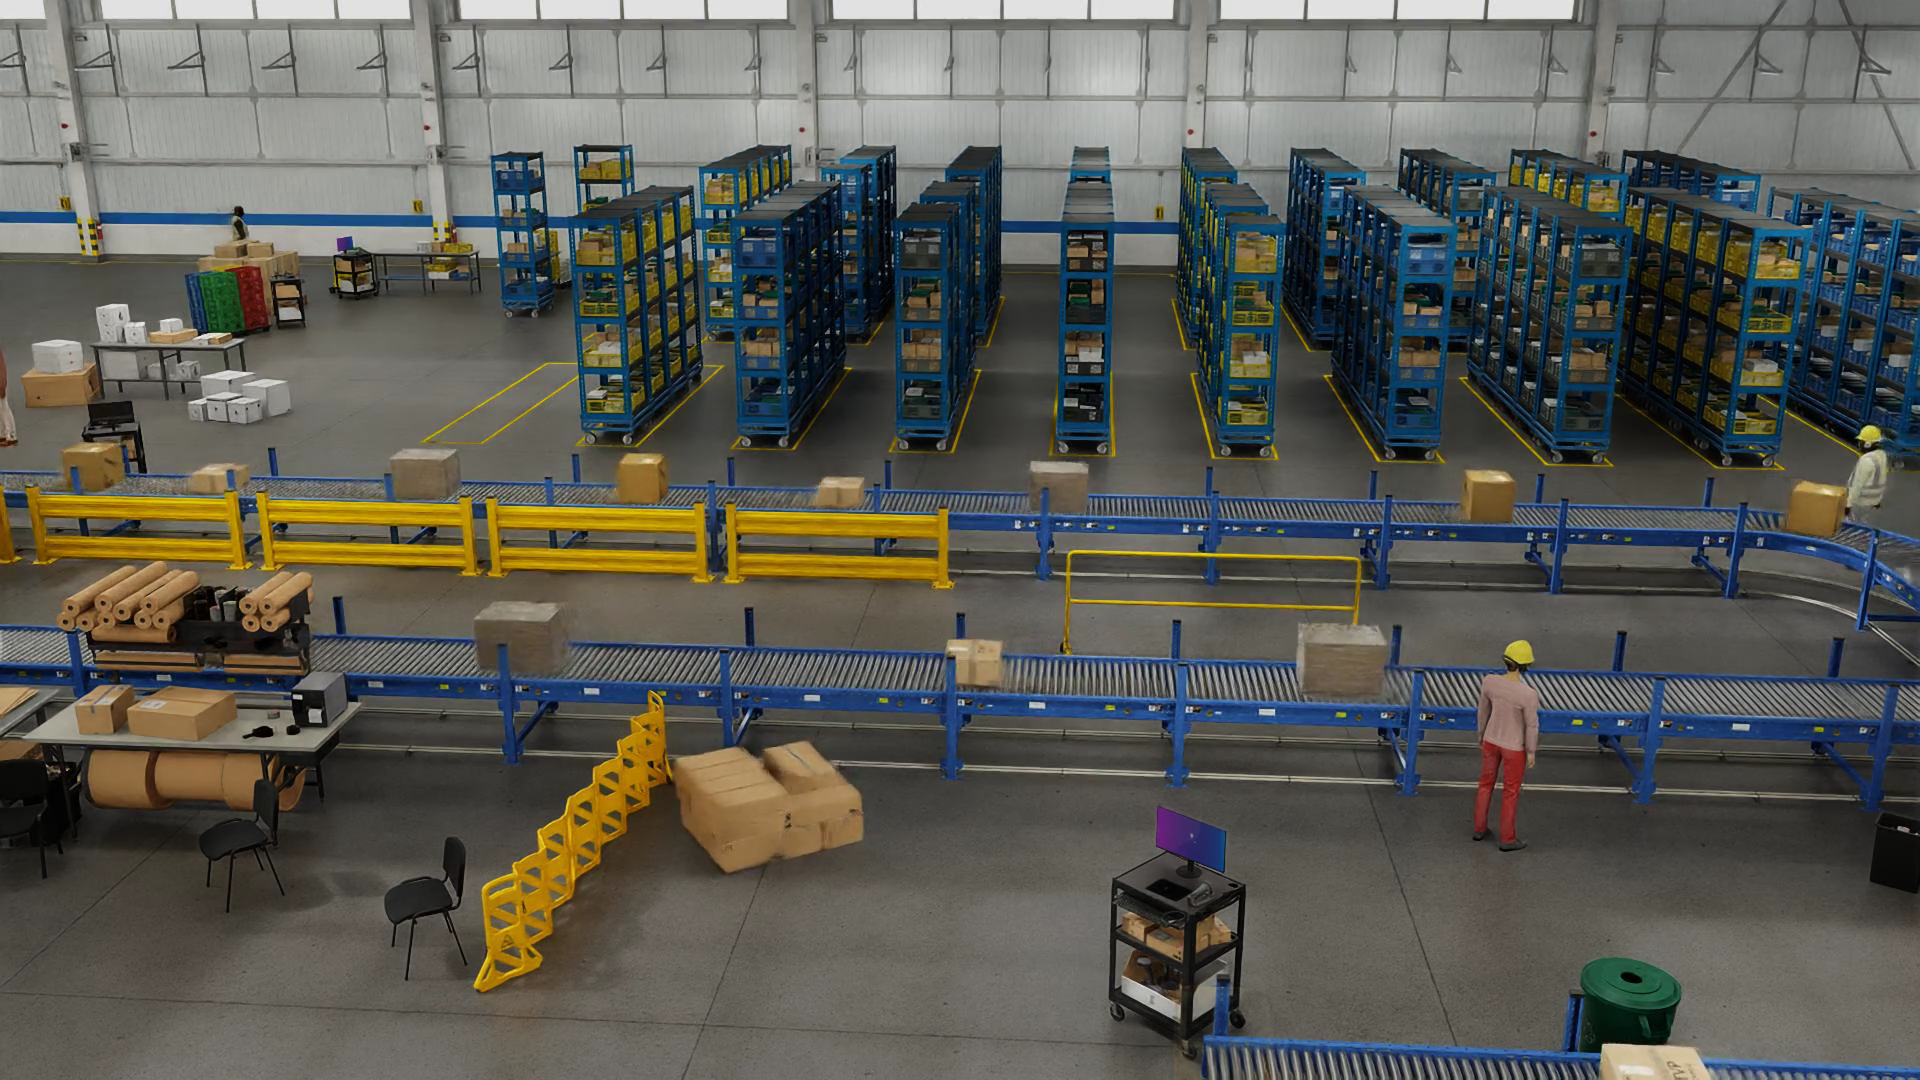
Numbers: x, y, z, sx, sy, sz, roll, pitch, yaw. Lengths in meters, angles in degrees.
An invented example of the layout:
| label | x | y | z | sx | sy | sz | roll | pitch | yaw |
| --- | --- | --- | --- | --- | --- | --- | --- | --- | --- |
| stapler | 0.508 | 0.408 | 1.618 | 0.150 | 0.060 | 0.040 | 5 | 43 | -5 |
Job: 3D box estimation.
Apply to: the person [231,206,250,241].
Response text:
| label | x | y | z | sx | sy | sz | roll | pitch | yaw |
| --- | --- | --- | --- | --- | --- | --- | --- | --- | --- |
| person | -18.809 | -7.812 | 43.415 | 0.957 | 1.806 | 0.629 | -7 | 19 | -20 |

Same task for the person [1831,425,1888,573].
| label | x | y | z | sx | sy | sz | roll | pitch | yaw |
| --- | --- | --- | --- | --- | --- | --- | --- | --- | --- |
| person | 10.909 | -0.514 | 20.223 | 0.636 | 1.808 | 0.633 | 16 | 24 | 42 |

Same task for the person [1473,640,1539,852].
| label | x | y | z | sx | sy | sz | roll | pitch | yaw |
| --- | --- | --- | --- | --- | --- | --- | --- | --- | --- |
| person | 4.430 | 1.645 | 13.450 | 0.327 | 1.767 | 0.533 | -13 | 22 | -36 |

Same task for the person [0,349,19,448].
| label | x | y | z | sx | sy | sz | roll | pitch | yaw |
| --- | --- | --- | --- | --- | --- | --- | --- | --- | --- |
| person | -15.118 | -2.427 | 26.000 | 0.618 | 1.990 | 0.394 | 12 | 21 | 34 |
